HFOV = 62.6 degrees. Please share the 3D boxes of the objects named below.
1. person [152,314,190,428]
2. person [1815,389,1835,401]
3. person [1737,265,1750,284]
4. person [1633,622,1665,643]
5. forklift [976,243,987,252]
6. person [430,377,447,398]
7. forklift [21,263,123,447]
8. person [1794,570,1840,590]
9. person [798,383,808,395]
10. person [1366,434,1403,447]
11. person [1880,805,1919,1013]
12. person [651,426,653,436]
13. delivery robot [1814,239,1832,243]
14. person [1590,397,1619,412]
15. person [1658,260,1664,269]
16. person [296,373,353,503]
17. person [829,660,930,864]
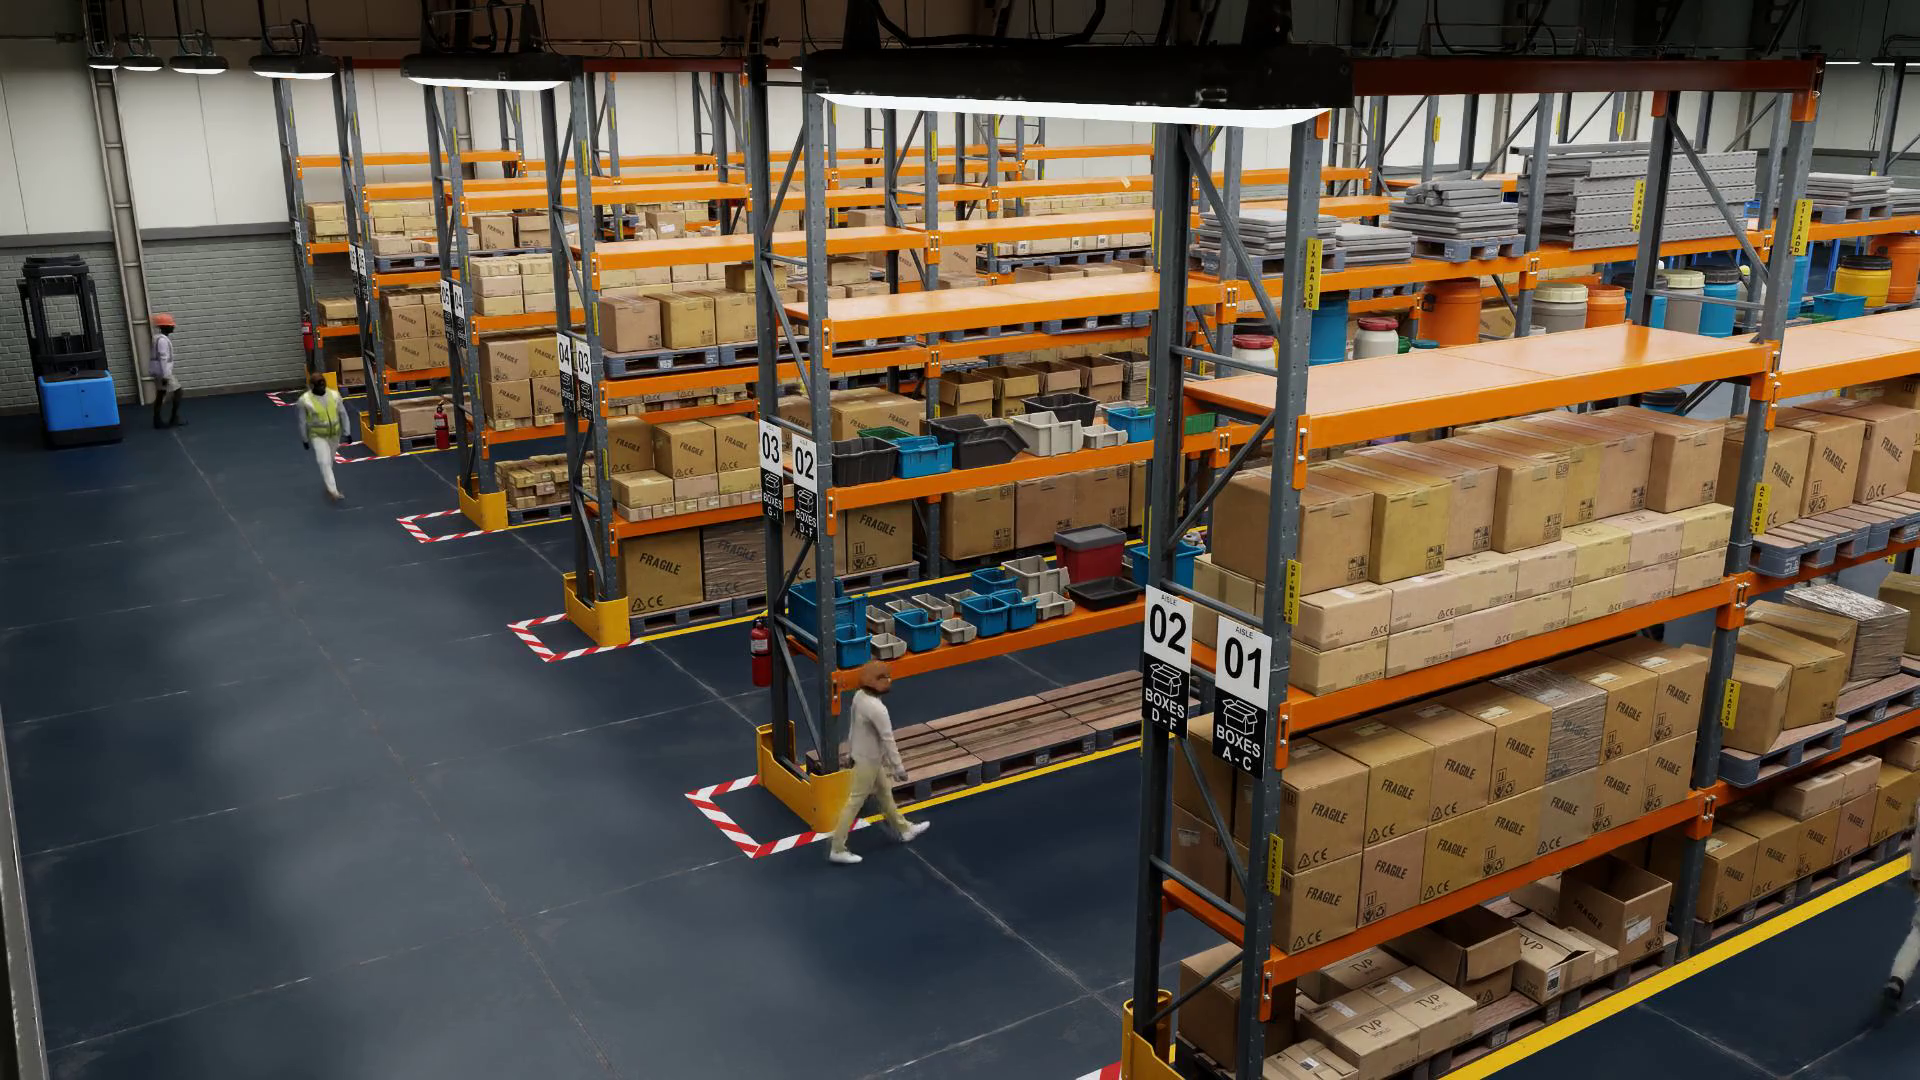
[{"bbox_3d":[-13.347,-2.834,26.498,0.642,1.894,0.545,-11,20,-33],"label":"person"},{"bbox_3d":[14.850,-2.946,26.790,0.355,1.936,0.636,-10,20,-31],"label":"person"},{"bbox_3d":[16.011,-4.688,32.519,0.376,1.925,0.594,-10,20,-31],"label":"person"},{"bbox_3d":[6.886,0.514,15.707,0.510,1.799,0.982,15,23,41],"label":"person"},{"bbox_3d":[0.988,-5.474,34.718,1.214,2.155,2.313,-10,20,-31],"label":"forklift"},{"bbox_3d":[-8.834,-2.897,26.835,0.542,1.821,0.594,-10,20,-30],"label":"person"},{"bbox_3d":[-14.518,-3.079,25.708,1.129,2.768,1.873,-10,20,-31],"label":"forklift"},{"bbox_3d":[8.885,0.372,16.422,0.264,1.632,0.508,-10,20,-31],"label":"person"},{"bbox_3d":[-2.076,-1.320,21.727,0.946,1.776,0.587,-8,19,-26],"label":"person"},{"bbox_3d":[5.770,-1.354,21.395,0.390,2.039,0.615,-10,20,-31],"label":"person"},{"bbox_3d":[6.311,2.223,10.059,0.696,1.808,0.601,-10,20,-31],"label":"person"},{"bbox_3d":[-4.800,-2.134,24.094,0.782,1.965,0.620,-15,22,-39],"label":"person"},{"bbox_3d":[28.589,-10.070,52.396,0.477,0.478,0.707,-11,20,-31],"label":"delivery robot"},{"bbox_3d":[9.708,-1.979,23.518,0.699,2.000,0.543,12,21,35],"label":"person"},{"bbox_3d":[15.854,-5.791,36.208,0.340,1.883,0.585,-10,20,-31],"label":"person"},{"bbox_3d":[-8.941,-1.470,22.215,0.998,1.796,0.624,15,22,40],"label":"person"},{"bbox_3d":[-0.631,1.698,12.151,0.894,1.580,0.544,-6,18,-20],"label":"person"}]
